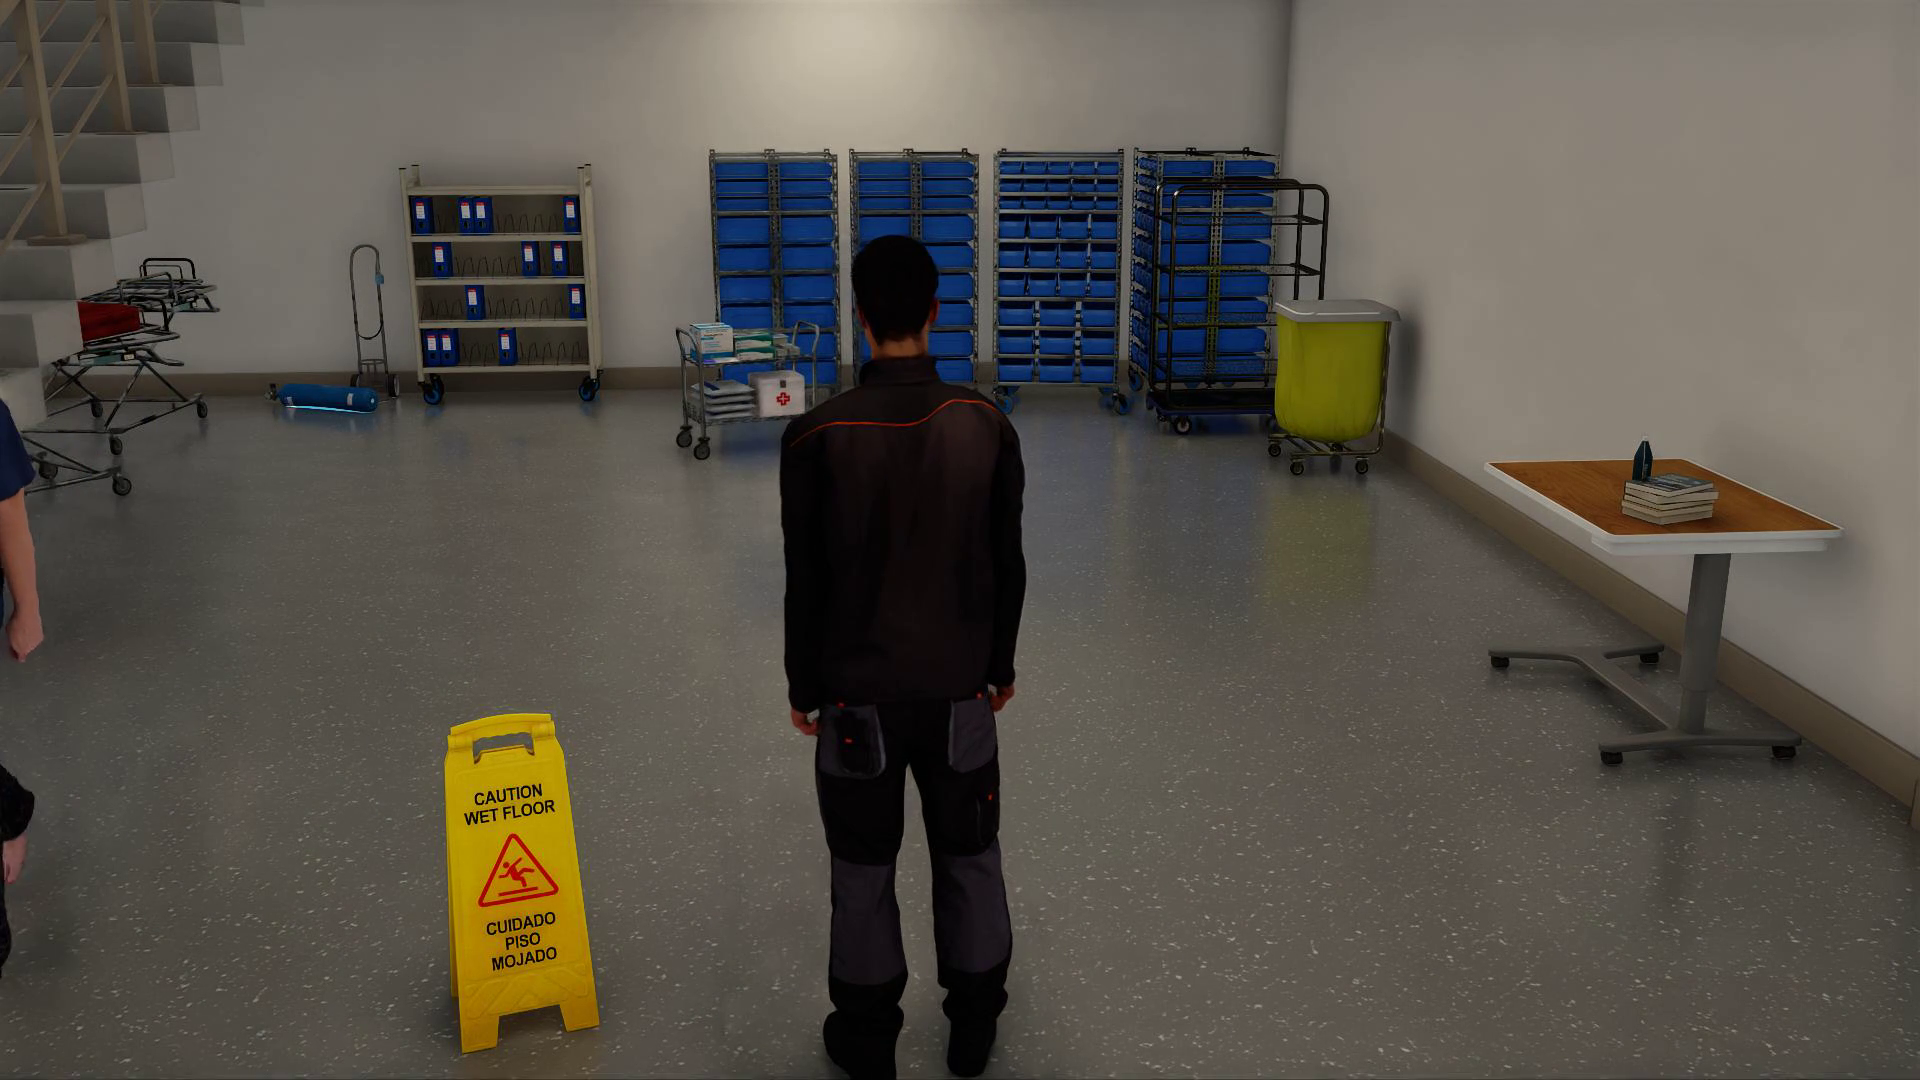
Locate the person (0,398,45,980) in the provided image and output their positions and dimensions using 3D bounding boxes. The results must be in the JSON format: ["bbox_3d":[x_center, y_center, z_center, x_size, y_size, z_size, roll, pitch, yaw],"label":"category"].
[{"bbox_3d":[-2.597,0.207,4.232,0.648,1.836,1.117,-1,16,-4],"label":"person"}]

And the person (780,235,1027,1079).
[{"bbox_3d":[-0.125,0.296,3.722,0.741,1.943,0.651,-4,16,-14],"label":"person"}]
